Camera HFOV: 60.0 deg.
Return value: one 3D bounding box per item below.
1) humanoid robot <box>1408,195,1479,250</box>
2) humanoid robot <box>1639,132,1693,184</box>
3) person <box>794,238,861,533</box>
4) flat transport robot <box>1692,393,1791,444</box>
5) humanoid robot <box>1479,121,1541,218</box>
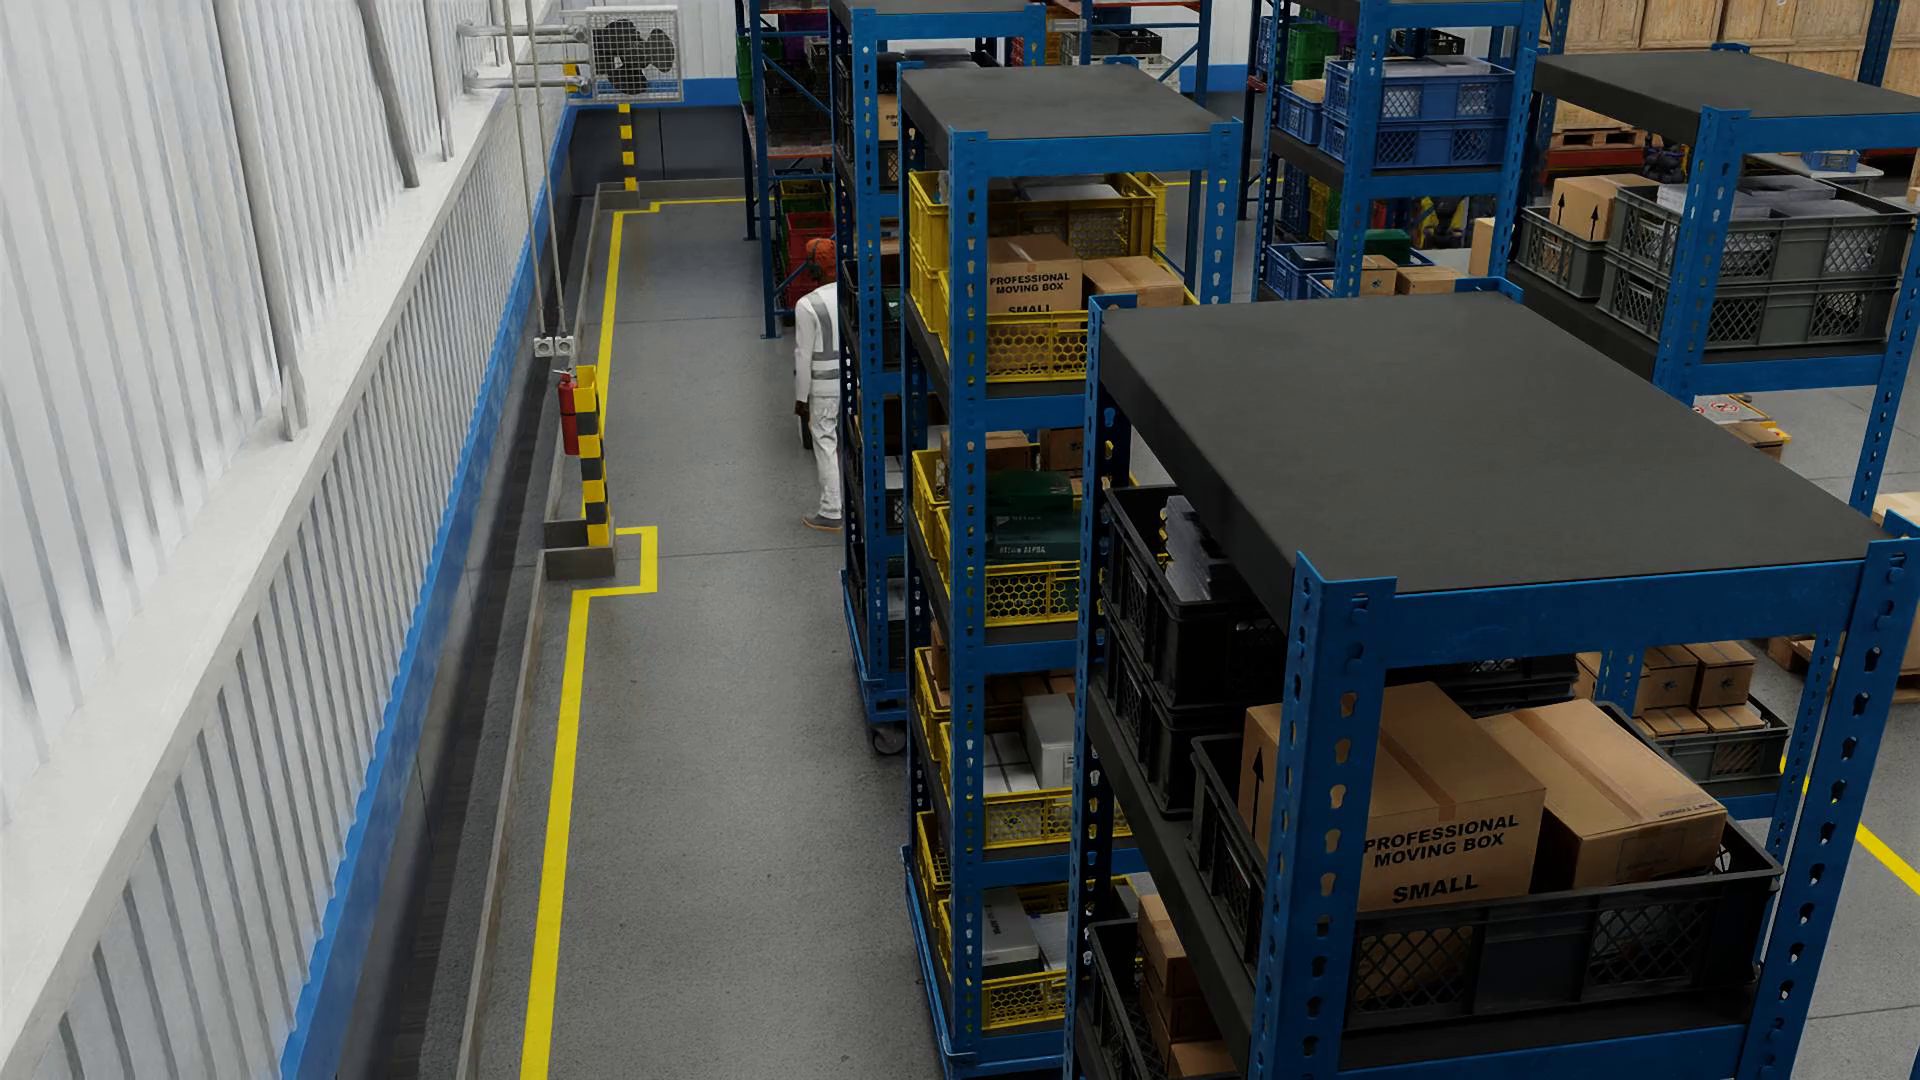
[{"bbox_3d":[3.988,-2.390,13.802,0.640,1.647,0.344,10,26,20],"label":"humanoid robot"},{"bbox_3d":[7.111,-3.748,16.745,0.313,1.657,0.609,-18,30,-33],"label":"humanoid robot"},{"bbox_3d":[-0.810,-0.977,10.508,0.355,1.871,0.573,18,30,34],"label":"person"},{"bbox_3d":[5.224,-0.859,12.132,1.431,0.197,0.652,-4,25,-8],"label":"flat transport robot"},{"bbox_3d":[5.186,-3.288,15.839,0.632,1.621,0.763,0,25,-1],"label":"humanoid robot"}]
